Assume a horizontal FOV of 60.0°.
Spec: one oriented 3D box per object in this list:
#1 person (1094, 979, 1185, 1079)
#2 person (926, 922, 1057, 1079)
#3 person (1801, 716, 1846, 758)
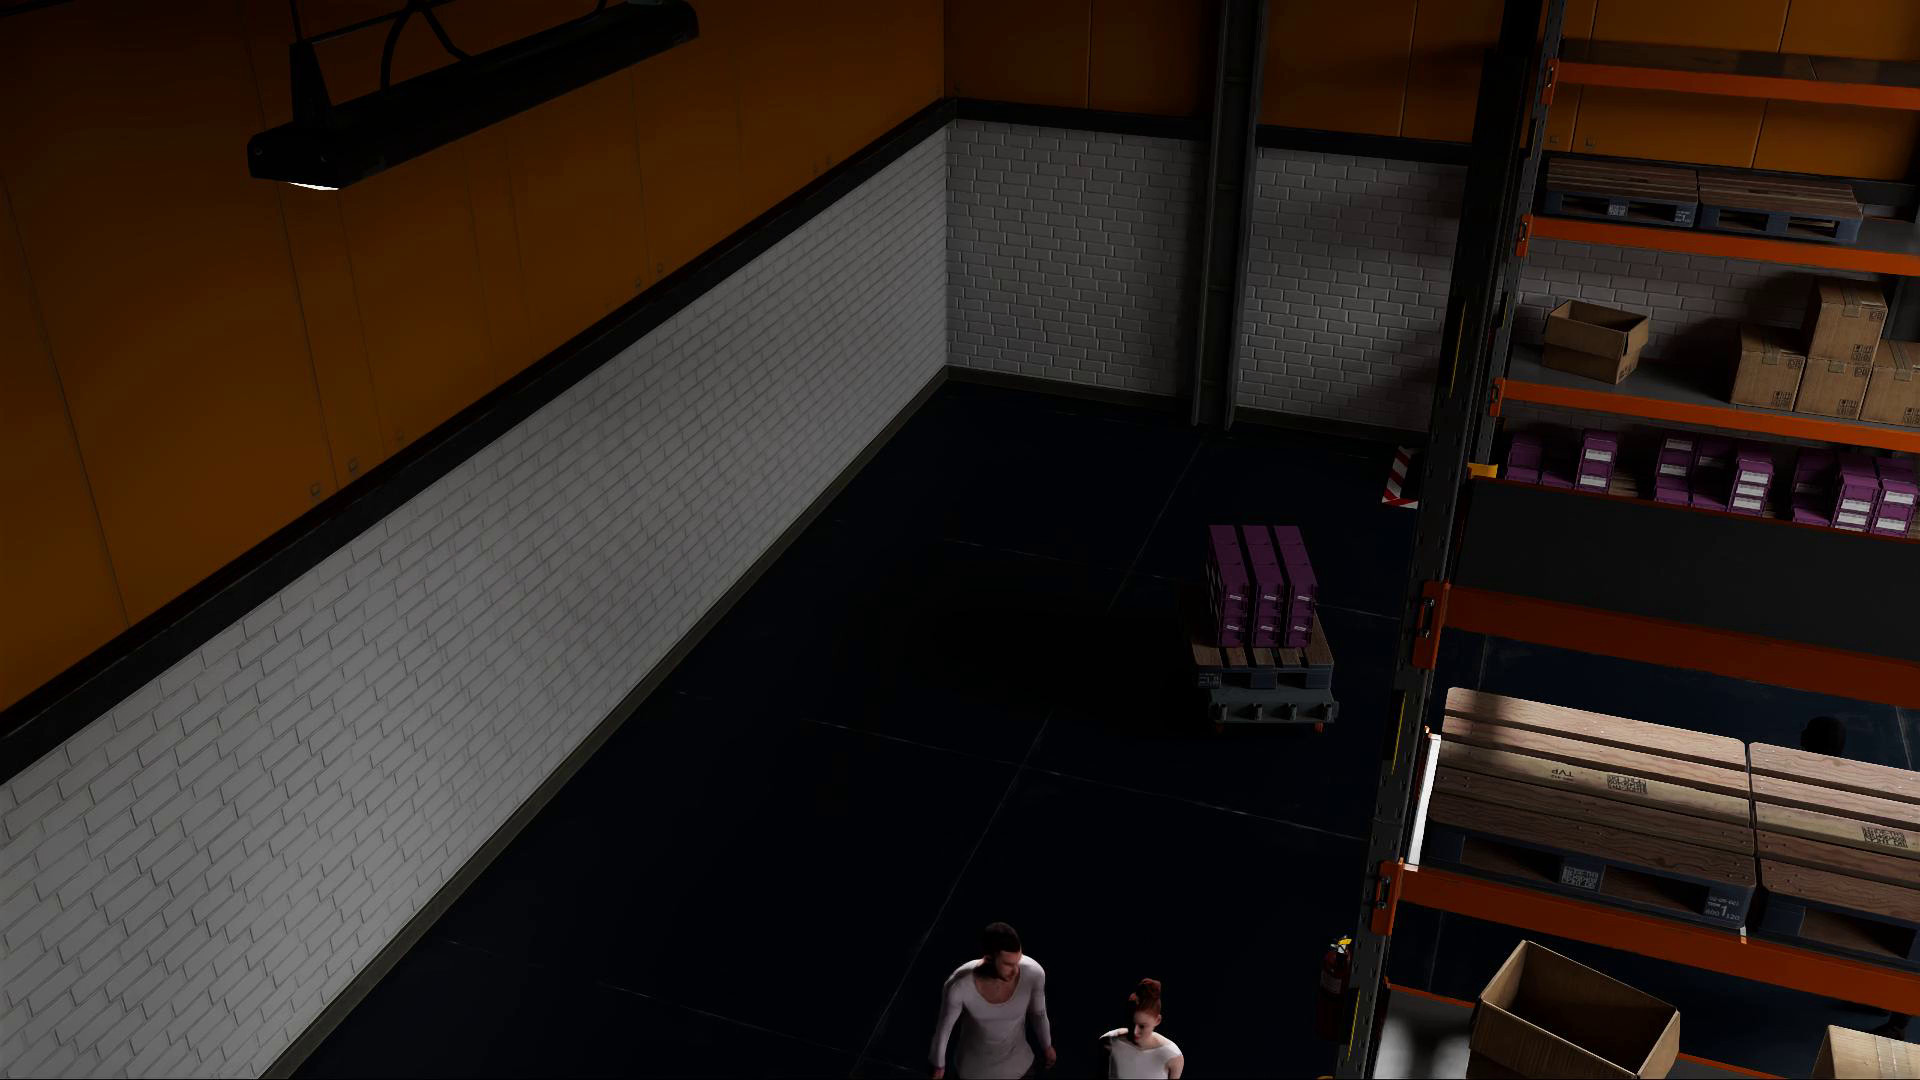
[{"bbox_3d":[0.831,2.801,7.914,0.411,1.793,0.634,9,30,16],"label":"person"},{"bbox_3d":[0.165,2.547,8.371,0.850,1.801,0.987,-1,29,-2],"label":"person"},{"bbox_3d":[4.959,1.768,9.893,0.578,1.712,0.641,16,33,27],"label":"person"}]
